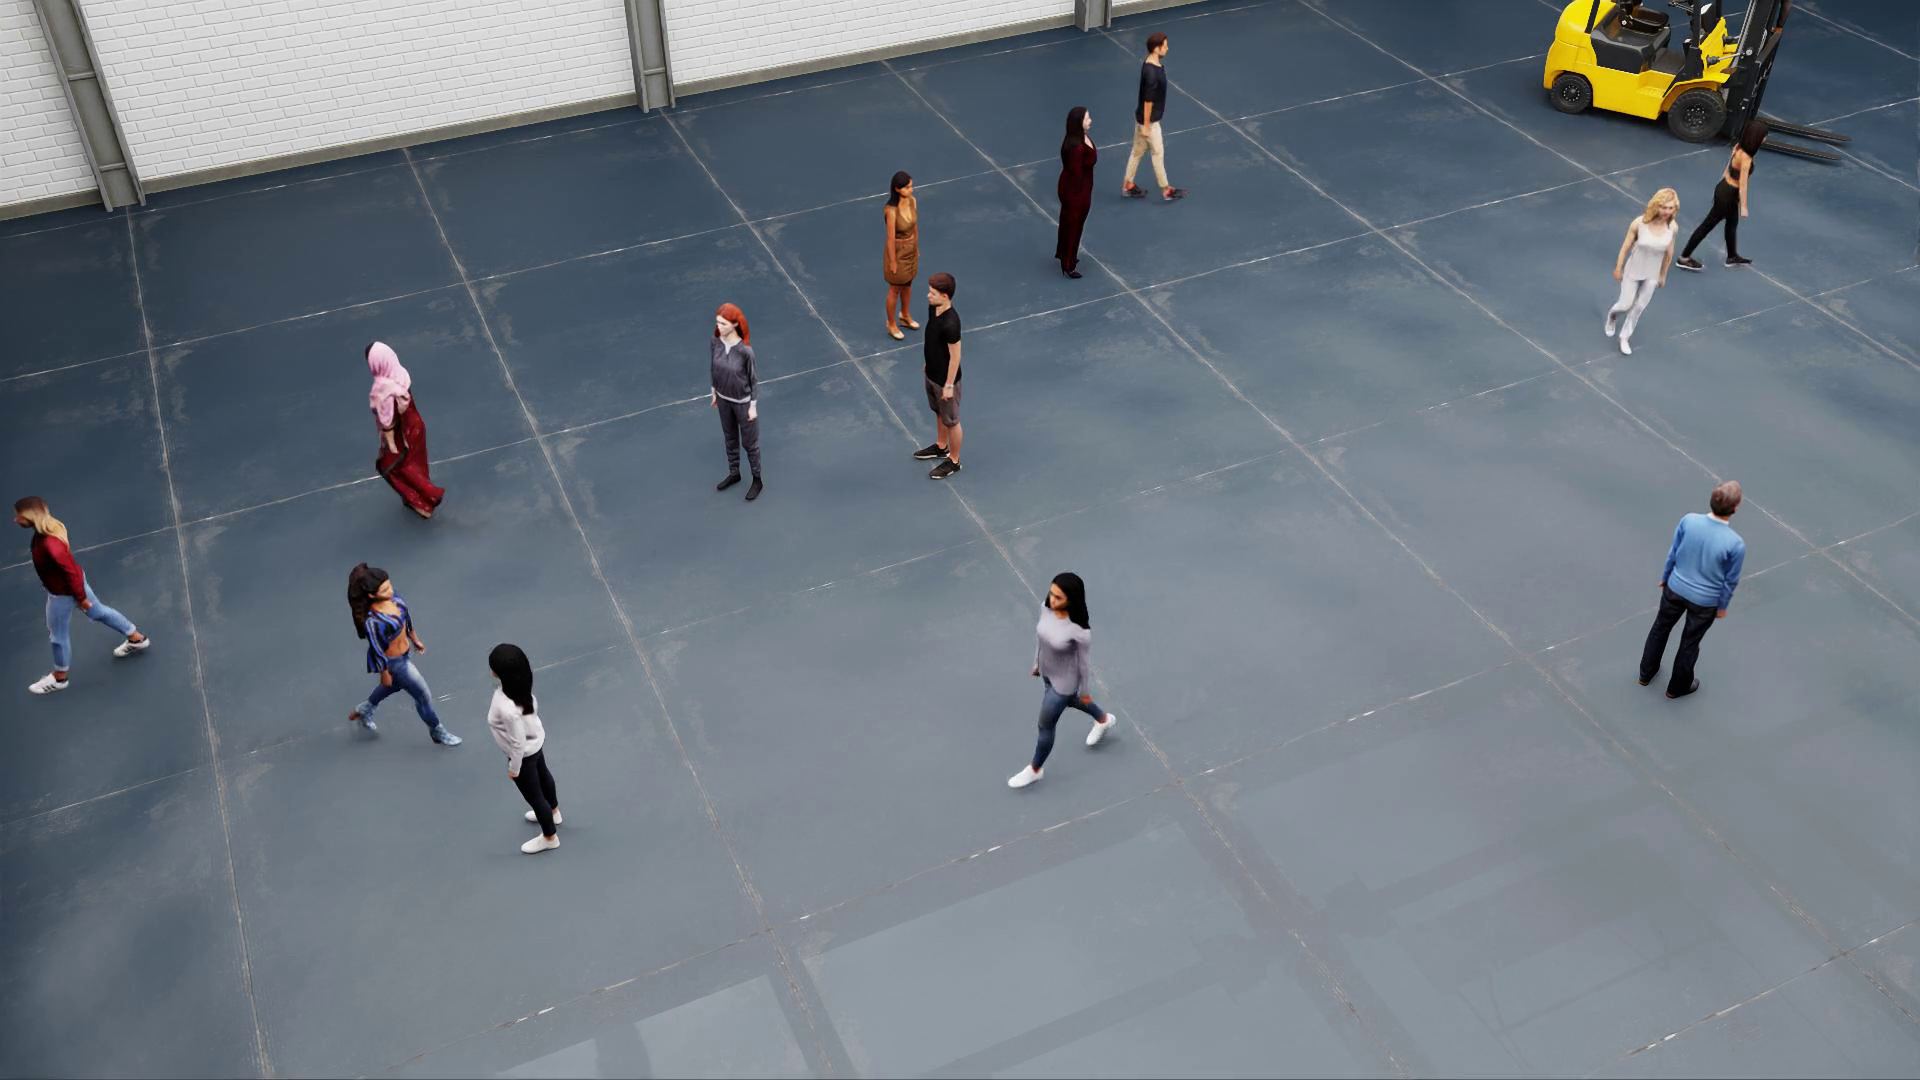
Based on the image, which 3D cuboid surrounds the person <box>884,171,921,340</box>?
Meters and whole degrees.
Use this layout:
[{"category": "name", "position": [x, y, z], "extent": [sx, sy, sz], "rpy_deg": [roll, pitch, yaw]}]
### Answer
[{"category": "person", "position": [-0.550, -2.667, 15.535], "extent": [0.698, 1.687, 0.601], "rpy_deg": [23, 44, 26]}]

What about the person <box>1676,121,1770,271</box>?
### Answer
[{"category": "person", "position": [7.526, -3.403, 16.515], "extent": [1.021, 1.613, 0.909], "rpy_deg": [8, 39, 10]}]

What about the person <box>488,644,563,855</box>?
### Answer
[{"category": "person", "position": [-2.758, 1.303, 10.553], "extent": [0.675, 1.700, 0.692], "rpy_deg": [-3, 39, -3]}]

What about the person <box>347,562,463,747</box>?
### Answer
[{"category": "person", "position": [-3.899, 0.798, 11.273], "extent": [1.106, 1.590, 0.876], "rpy_deg": [0, 39, 0]}]

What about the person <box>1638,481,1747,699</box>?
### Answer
[{"category": "person", "position": [5.152, 0.341, 11.661], "extent": [0.671, 1.820, 0.716], "rpy_deg": [-29, 47, -31]}]

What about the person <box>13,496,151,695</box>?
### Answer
[{"category": "person", "position": [-6.302, 0.316, 11.871], "extent": [1.030, 1.597, 0.606], "rpy_deg": [-17, 42, -21]}]

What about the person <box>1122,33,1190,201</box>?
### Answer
[{"category": "person", "position": [1.928, -4.479, 17.686], "extent": [1.072, 1.833, 0.920], "rpy_deg": [1, 39, 1]}]

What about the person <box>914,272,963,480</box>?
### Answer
[{"category": "person", "position": [-0.131, -1.389, 13.794], "extent": [0.569, 1.862, 0.674], "rpy_deg": [-15, 41, -18]}]

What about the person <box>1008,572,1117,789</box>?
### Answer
[{"category": "person", "position": [0.756, 0.876, 11.088], "extent": [1.178, 1.700, 0.722], "rpy_deg": [-21, 43, -24]}]

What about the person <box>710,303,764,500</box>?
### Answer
[{"category": "person", "position": [-1.823, -1.142, 13.550], "extent": [0.650, 1.780, 0.679], "rpy_deg": [19, 42, 22]}]

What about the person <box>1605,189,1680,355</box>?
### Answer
[{"category": "person", "position": [6.305, -2.531, 15.388], "extent": [0.776, 1.656, 0.823], "rpy_deg": [3, 39, 4]}]

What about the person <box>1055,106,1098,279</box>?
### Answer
[{"category": "person", "position": [1.124, -3.462, 16.473], "extent": [0.756, 1.757, 0.756], "rpy_deg": [1, 39, 1]}]

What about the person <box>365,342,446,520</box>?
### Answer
[{"category": "person", "position": [-4.407, -0.872, 13.335], "extent": [0.866, 1.625, 0.810], "rpy_deg": [7, 39, 9]}]
